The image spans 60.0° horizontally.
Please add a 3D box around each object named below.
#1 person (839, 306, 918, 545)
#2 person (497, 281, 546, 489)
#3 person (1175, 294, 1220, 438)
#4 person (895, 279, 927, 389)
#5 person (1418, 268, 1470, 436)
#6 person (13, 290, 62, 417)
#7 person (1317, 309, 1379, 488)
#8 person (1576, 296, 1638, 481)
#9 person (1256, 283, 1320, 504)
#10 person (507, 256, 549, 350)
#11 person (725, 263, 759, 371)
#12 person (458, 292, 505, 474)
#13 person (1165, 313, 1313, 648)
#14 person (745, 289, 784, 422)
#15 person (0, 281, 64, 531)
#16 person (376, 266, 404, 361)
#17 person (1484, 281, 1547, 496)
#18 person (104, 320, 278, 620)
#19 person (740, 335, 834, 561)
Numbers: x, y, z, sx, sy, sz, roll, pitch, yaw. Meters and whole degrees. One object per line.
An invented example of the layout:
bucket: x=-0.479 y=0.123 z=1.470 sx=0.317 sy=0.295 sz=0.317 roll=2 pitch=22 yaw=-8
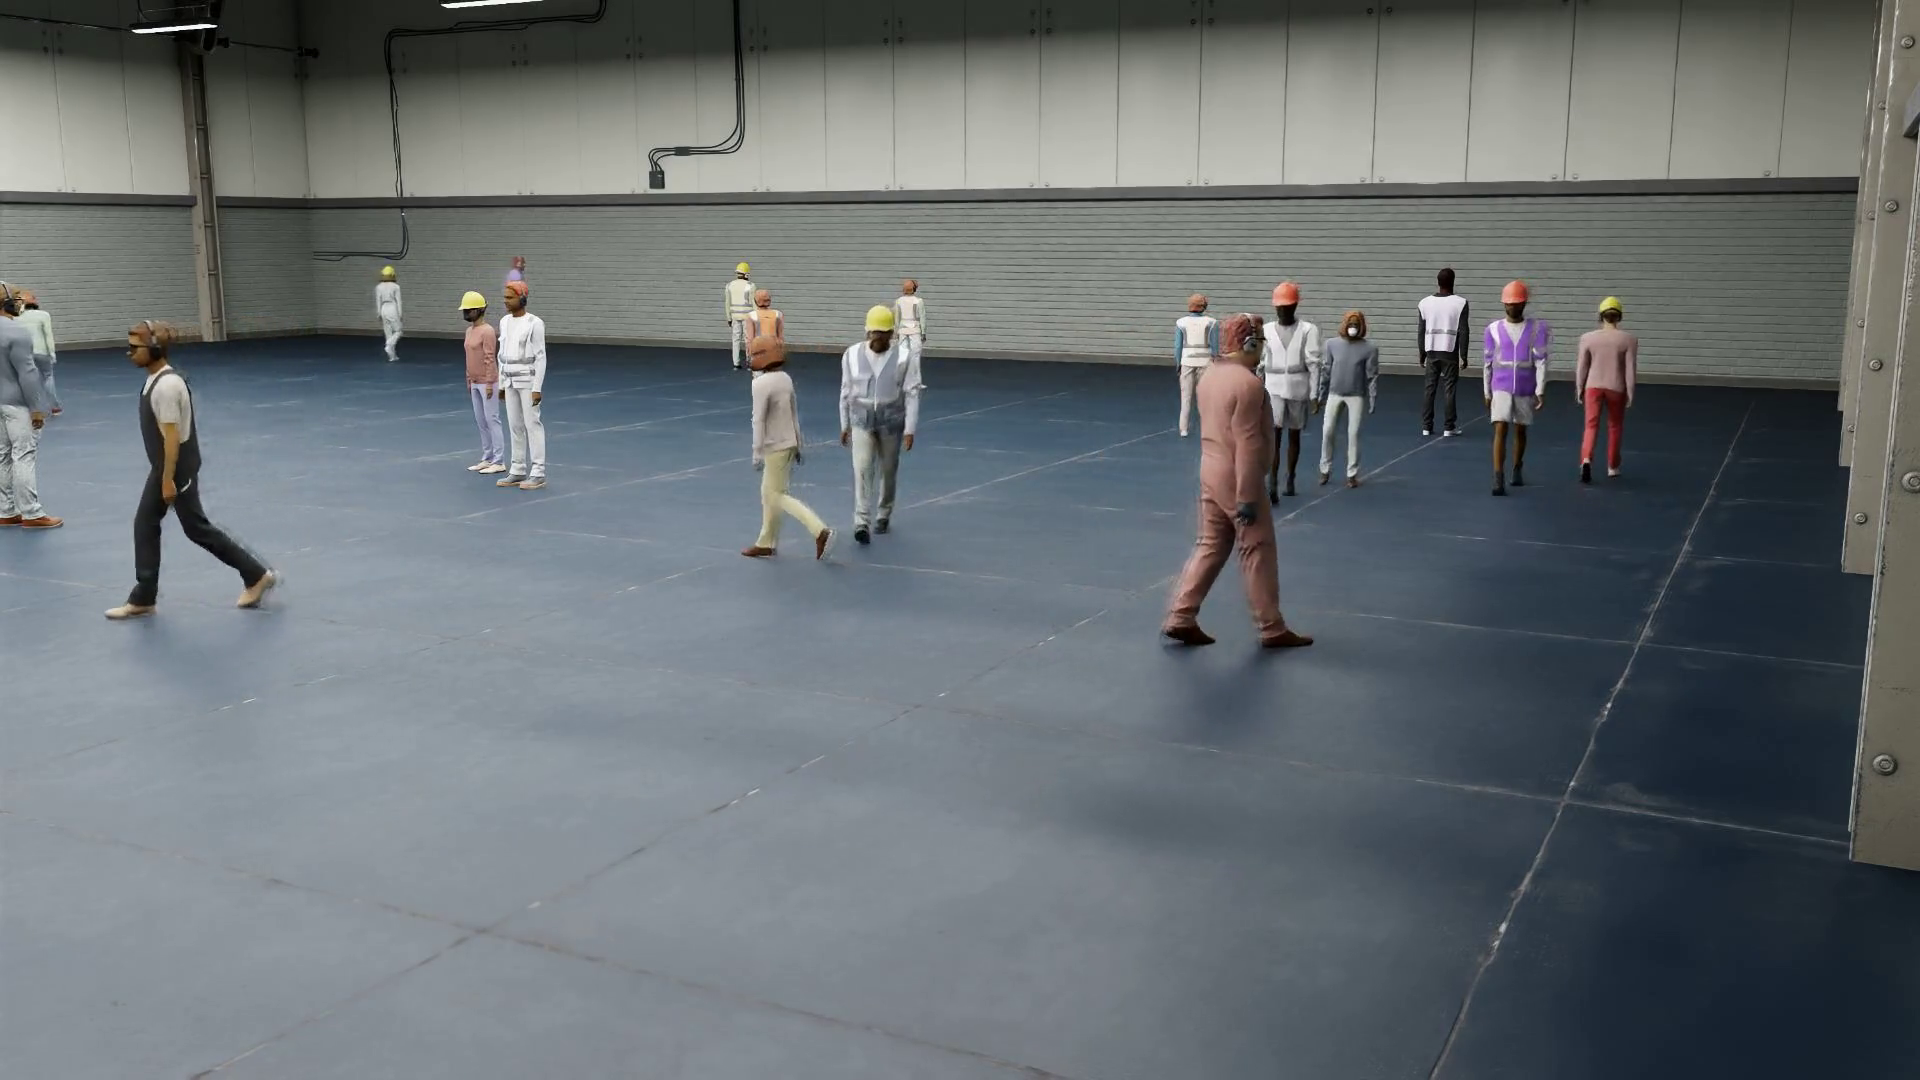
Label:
person: x=-0.617 y=-0.868 z=12.507 sx=0.602 sy=1.765 sz=0.968 roll=0 pitch=10 yaw=1
person: x=-3.999 y=-1.404 z=15.133 sx=0.576 sy=1.882 sz=0.355 roll=7 pitch=13 yaw=34
person: x=2.690 y=-1.970 z=18.886 sx=0.510 sy=1.639 sz=0.308 roll=3 pitch=11 yaw=18
person: x=-0.738 y=-3.086 z=24.956 sx=0.514 sy=1.645 sz=0.308 roll=6 pitch=12 yaw=28
person: x=5.540 y=-2.150 z=19.095 sx=0.592 sy=1.922 sz=0.392 roll=7 pitch=13 yaw=34
person: x=-11.644 y=-2.338 z=20.964 sx=0.517 sy=1.596 sz=0.774 roll=-3 pitch=11 yaw=-15
person: x=3.543 y=-1.291 z=15.212 sx=0.547 sy=1.625 sz=0.339 roll=4 pitch=11 yaw=20
person: x=6.064 y=-1.418 z=15.646 sx=0.530 sy=1.739 sz=0.820 roll=5 pitch=12 yaw=27
person: x=2.826 y=-1.269 z=14.390 sx=0.569 sy=1.885 sz=0.985 roll=3 pitch=11 yaw=14
person: x=-8.478 y=-4.583 z=32.453 sx=0.784 sy=1.879 sz=0.677 roll=-5 pitch=11 yaw=-24
person: x=-3.684 y=-3.796 z=28.313 sx=0.600 sy=1.829 sz=0.404 roll=4 pitch=11 yaw=19
person: x=-4.647 y=-1.519 z=16.106 sx=0.346 sy=1.756 sz=0.518 roll=-9 pitch=14 yaw=-41
person: x=1.542 y=-0.317 z=9.232 sx=0.817 sy=1.878 sz=0.662 roll=-3 pitch=11 yaw=-16
person: x=-2.399 y=-2.264 z=20.489 sx=0.512 sy=1.638 sz=0.312 roll=-7 pitch=12 yaw=-32
person: x=-7.385 y=-1.037 z=12.979 sx=0.627 sy=1.940 sz=0.371 roll=5 pitch=12 yaw=27
person: x=-10.444 y=-4.141 z=30.451 sx=0.502 sy=1.728 sz=0.432 roll=2 pitch=11 yaw=13
person: x=4.979 y=-1.378 z=14.971 sx=0.544 sy=1.896 sz=0.985 roll=3 pitch=11 yaw=17
person: x=-4.687 y=-0.429 z=10.058 sx=0.929 sy=1.809 sz=0.516 roll=-7 pitch=13 yaw=-34
person: x=-1.232 y=-0.640 z=11.712 sx=0.724 sy=1.604 sz=0.509 roll=3 pitch=11 yaw=18
